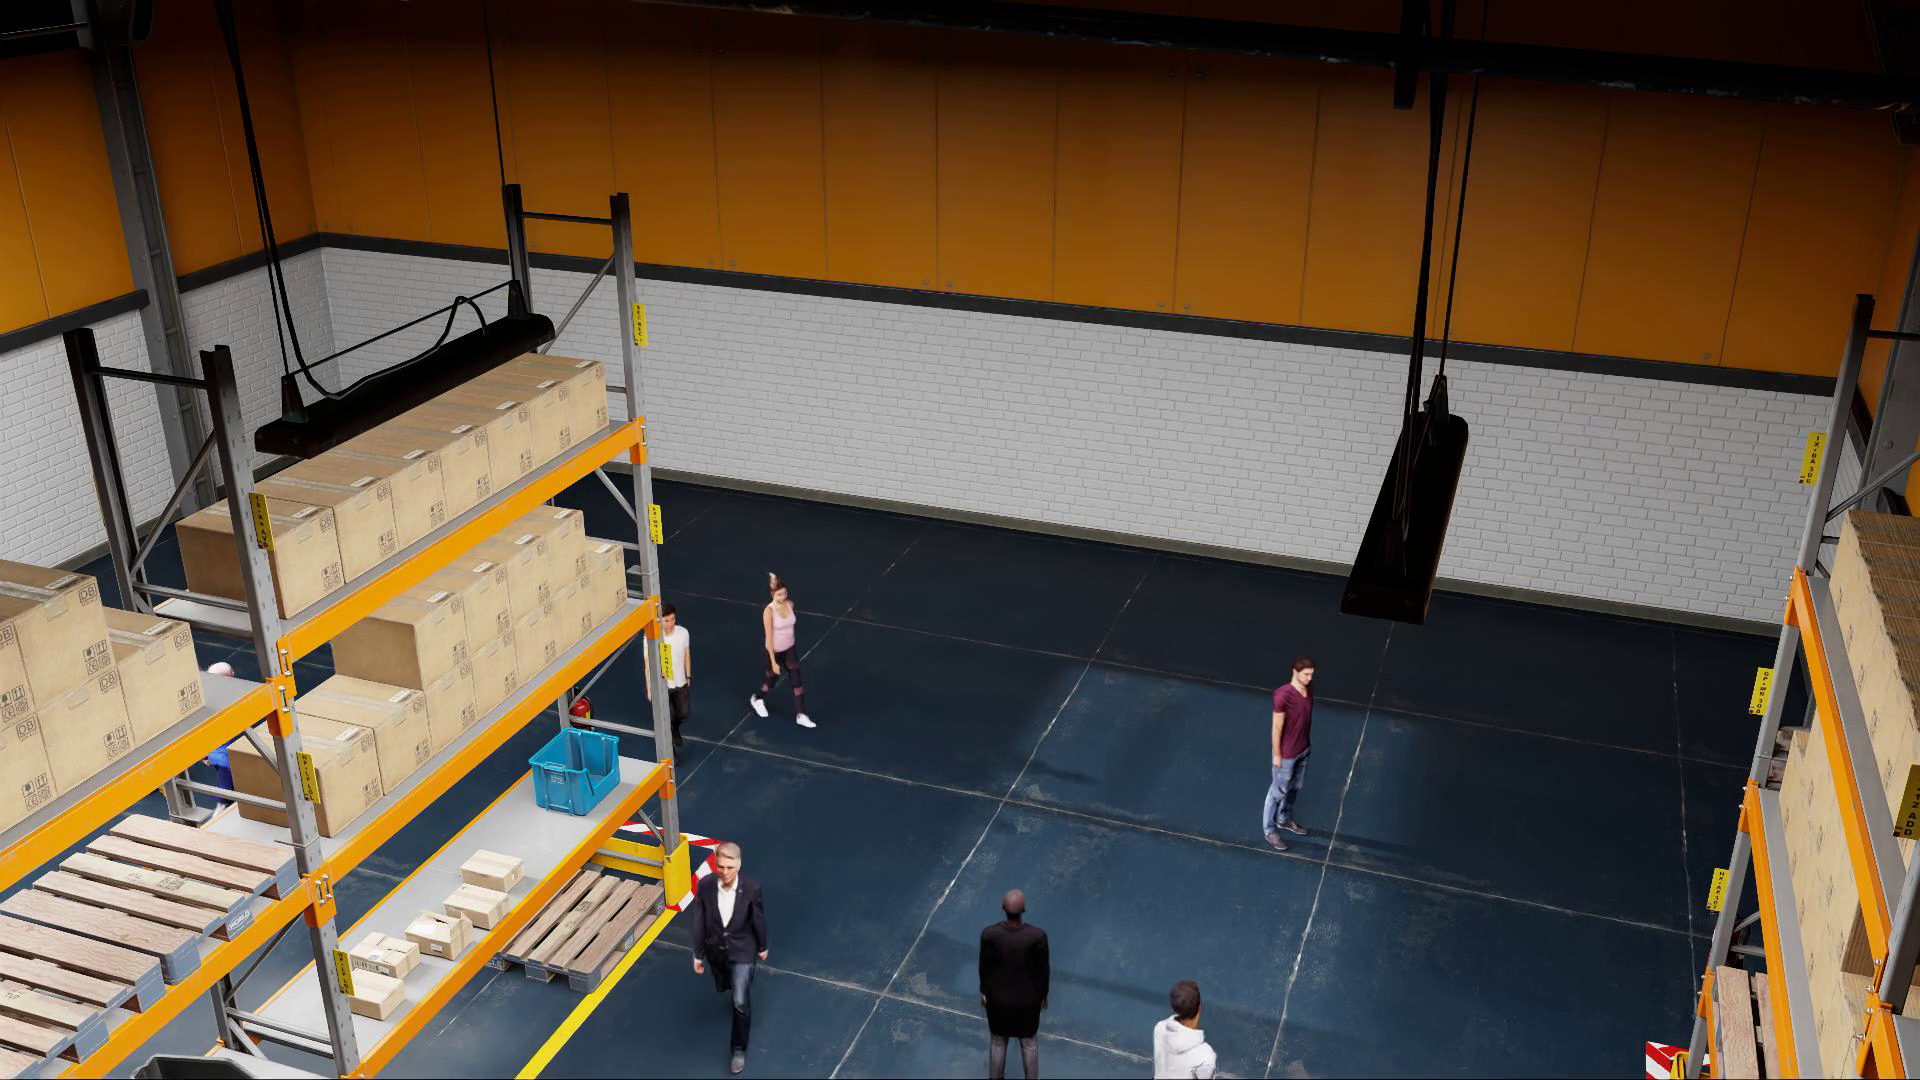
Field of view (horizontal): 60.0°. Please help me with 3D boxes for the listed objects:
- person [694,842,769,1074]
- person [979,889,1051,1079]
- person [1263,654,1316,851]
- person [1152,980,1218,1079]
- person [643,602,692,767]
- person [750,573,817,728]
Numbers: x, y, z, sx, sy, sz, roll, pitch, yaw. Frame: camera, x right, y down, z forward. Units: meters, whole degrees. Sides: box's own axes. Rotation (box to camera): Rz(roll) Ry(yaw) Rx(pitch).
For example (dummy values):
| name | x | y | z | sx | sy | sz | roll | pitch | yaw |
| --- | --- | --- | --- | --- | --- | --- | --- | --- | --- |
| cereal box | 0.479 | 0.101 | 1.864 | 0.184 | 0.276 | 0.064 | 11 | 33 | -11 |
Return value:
| name | x | y | z | sx | sy | sz | roll | pitch | yaw |
| --- | --- | --- | --- | --- | --- | --- | --- | --- | --- |
| person | -1.679 | 2.950 | 12.262 | 0.813 | 1.791 | 1.158 | 3 | 24 | 7 |
| person | 0.371 | 3.217 | 11.687 | 0.705 | 1.761 | 0.649 | 2 | 24 | 4 |
| person | 2.933 | 1.829 | 14.756 | 0.797 | 1.847 | 0.647 | 22 | 32 | 40 |
| person | 1.379 | 3.683 | 10.451 | 0.867 | 1.898 | 0.887 | -13 | 27 | -27 |
| person | -2.843 | 1.334 | 16.062 | 0.828 | 1.707 | 0.887 | -11 | 26 | -24 |
| person | -1.867 | 1.091 | 16.700 | 1.039 | 1.641 | 0.935 | -21 | 31 | -39 |
